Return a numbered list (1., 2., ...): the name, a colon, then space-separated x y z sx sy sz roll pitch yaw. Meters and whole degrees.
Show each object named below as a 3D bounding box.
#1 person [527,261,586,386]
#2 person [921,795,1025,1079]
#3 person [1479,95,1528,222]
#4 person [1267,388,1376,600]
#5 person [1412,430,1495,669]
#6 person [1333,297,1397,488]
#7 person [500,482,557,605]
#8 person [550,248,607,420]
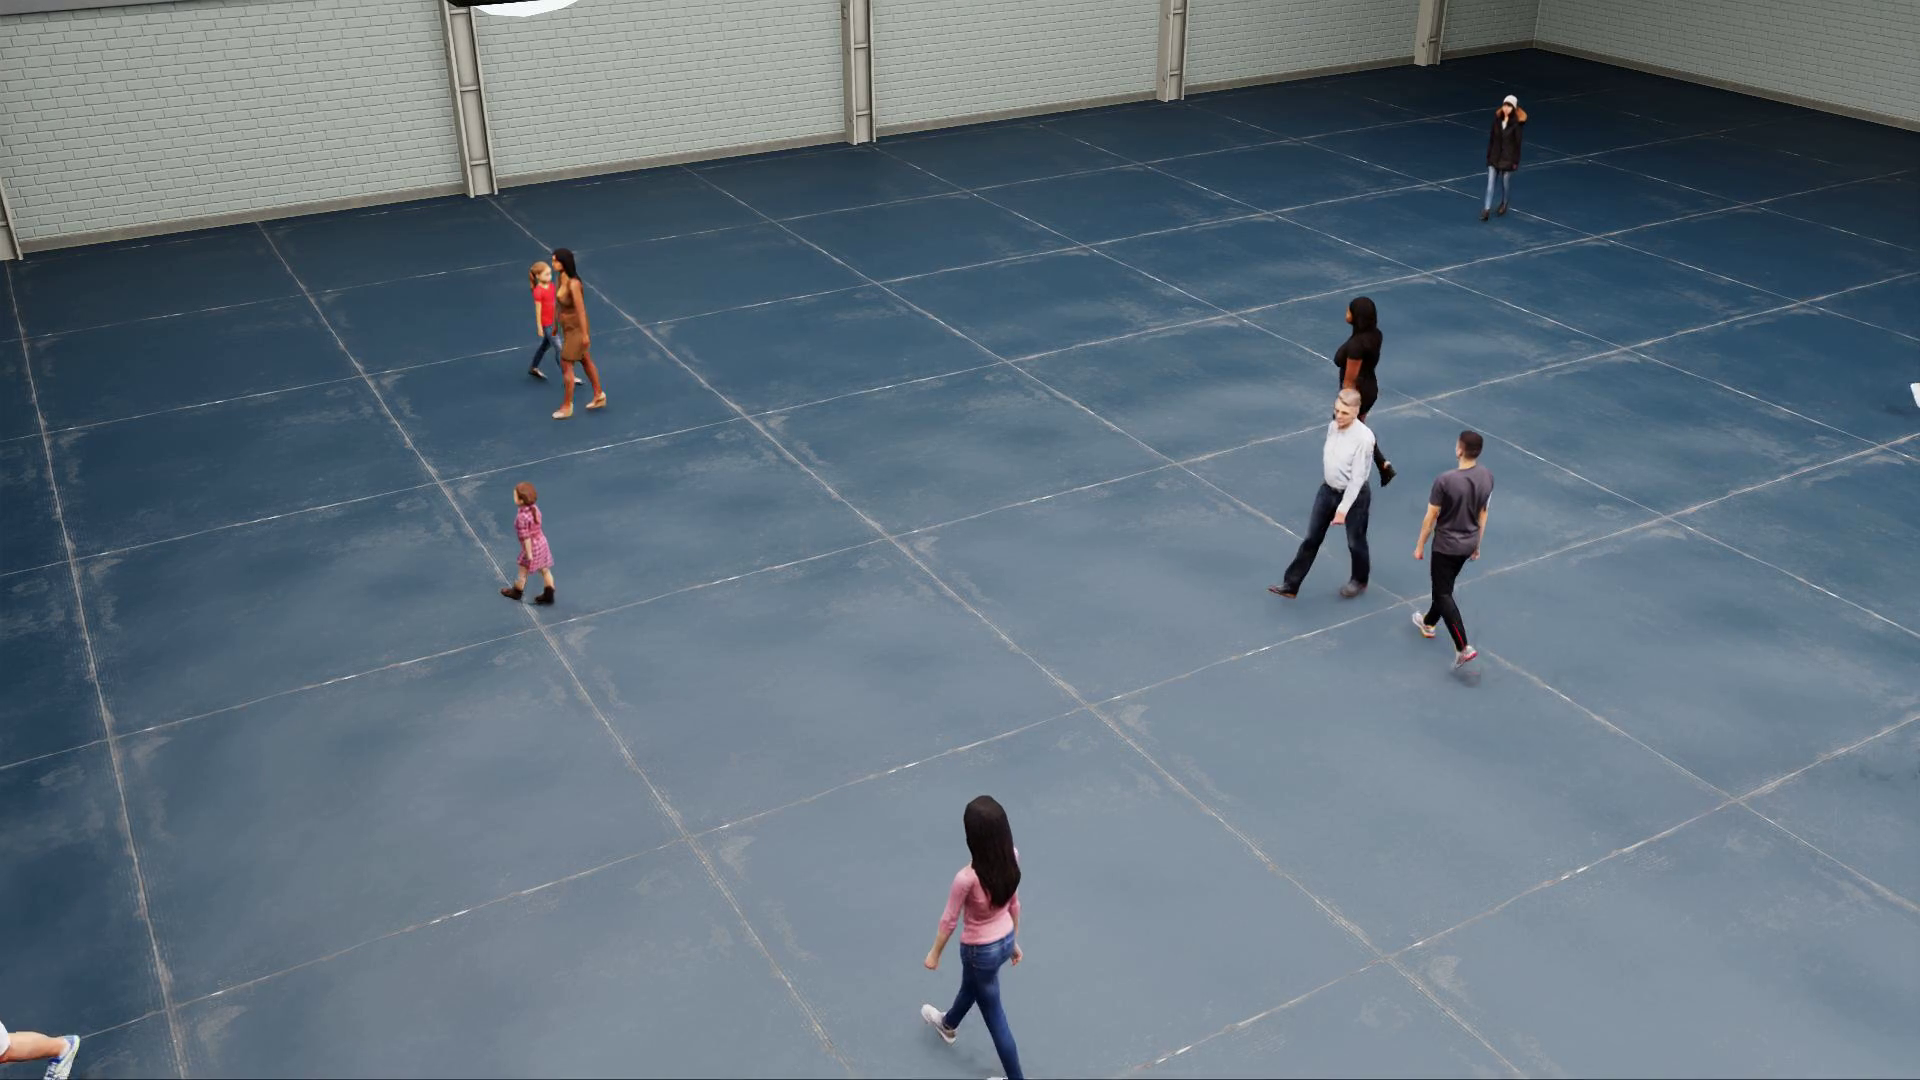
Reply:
1. person: -4.209 -2.191 16.811 0.923 1.286 0.863 8 28 14
2. person: 0.186 2.047 8.112 0.876 1.714 1.042 21 34 35
3. person: 7.228 -5.057 22.040 0.900 1.594 1.119 19 33 32
4. person: 3.001 -0.338 12.688 1.135 1.764 0.687 -16 31 -29
5. person: 3.567 0.089 11.889 1.114 1.736 0.860 -9 29 -17
6. person: 3.468 -1.181 14.240 0.900 1.842 0.916 20 34 34
7. person: -3.245 0.042 12.779 0.721 1.005 0.656 7 28 13
8. person: -3.629 -2.008 16.042 0.829 1.664 0.610 -17 32 -30
